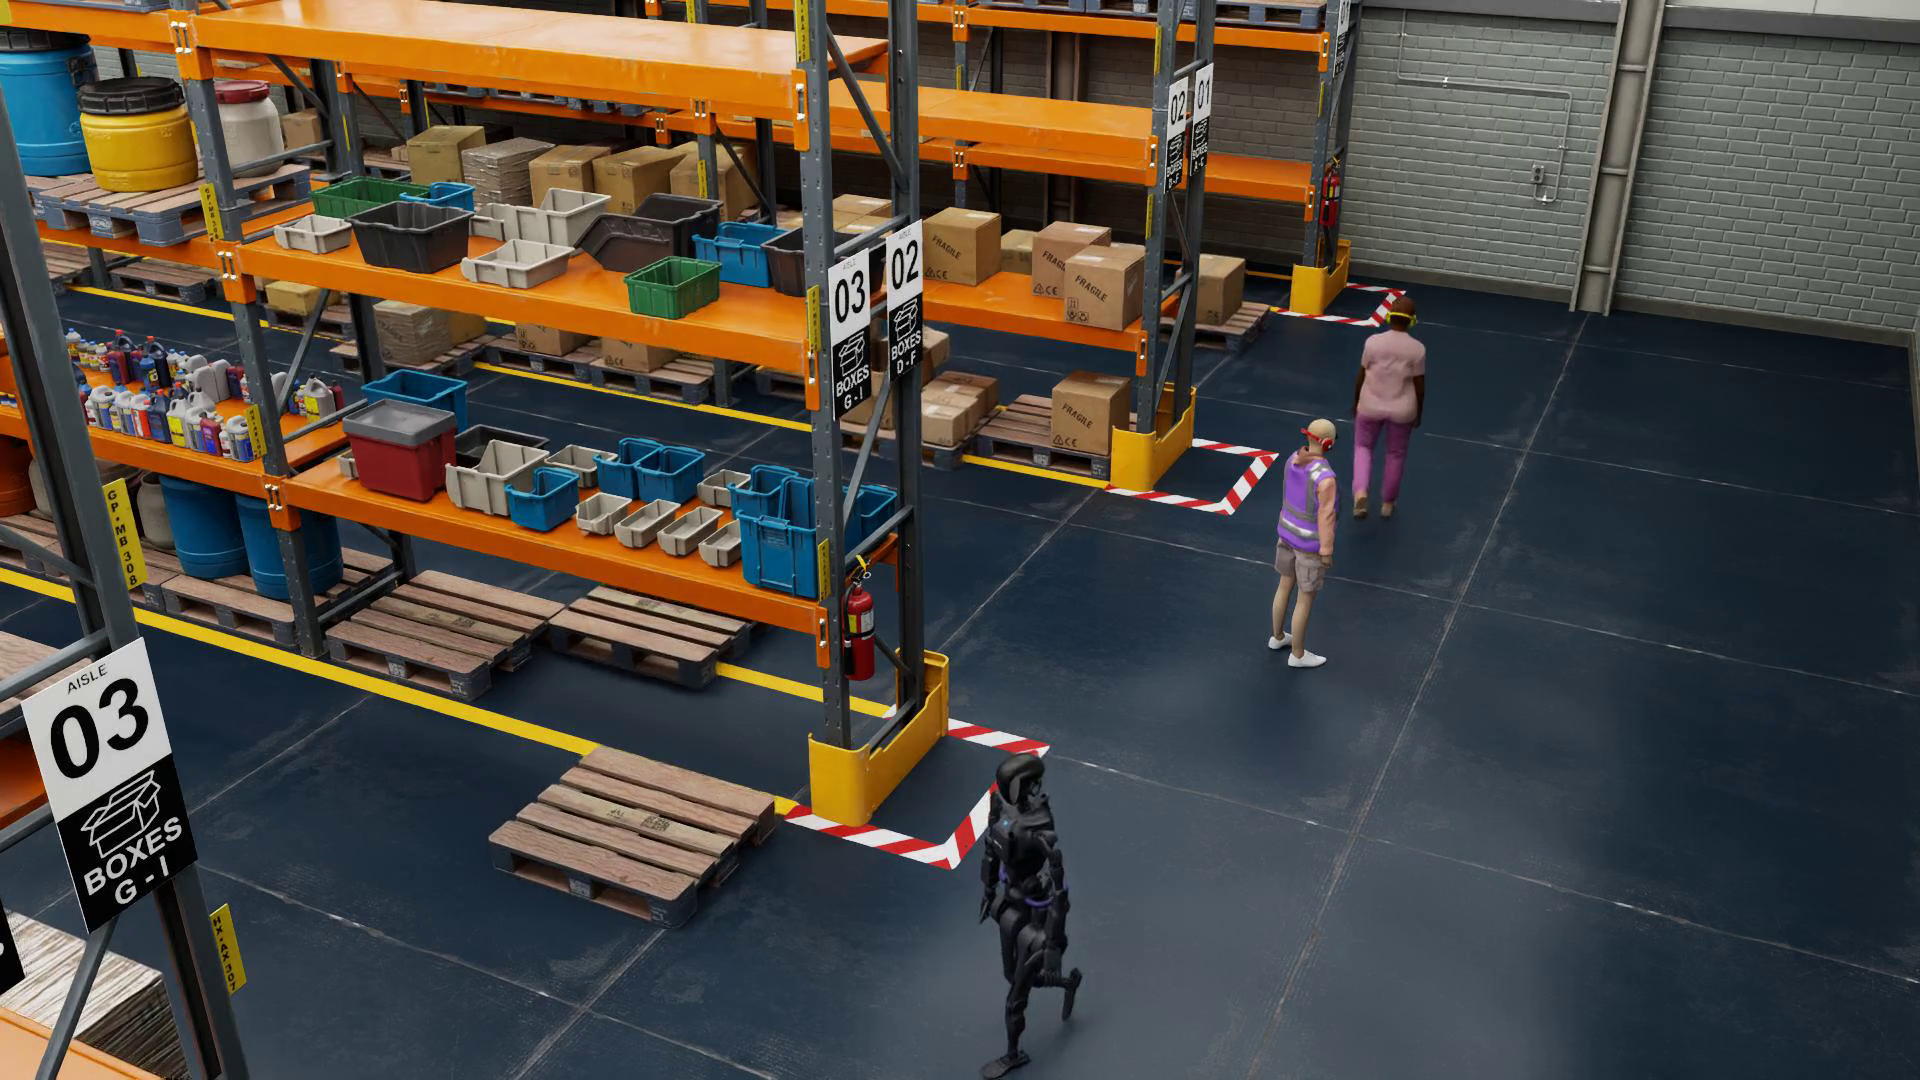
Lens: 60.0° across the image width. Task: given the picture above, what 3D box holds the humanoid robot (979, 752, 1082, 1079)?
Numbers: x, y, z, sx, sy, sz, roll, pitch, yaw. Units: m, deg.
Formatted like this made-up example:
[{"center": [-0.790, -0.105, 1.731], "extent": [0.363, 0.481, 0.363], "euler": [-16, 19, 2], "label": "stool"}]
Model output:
[{"center": [0.356, 1.641, 7.422], "extent": [0.642, 1.635, 0.612], "euler": [-16, 31, -29], "label": "humanoid robot"}]

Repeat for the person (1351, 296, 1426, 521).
[{"center": [3.211, -0.957, 12.537], "extent": [0.525, 1.787, 0.630], "euler": [8, 27, 15], "label": "person"}]

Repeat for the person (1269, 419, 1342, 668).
[{"center": [2.214, 0.019, 10.664], "extent": [0.347, 1.688, 0.489], "euler": [-11, 28, -21], "label": "person"}]
